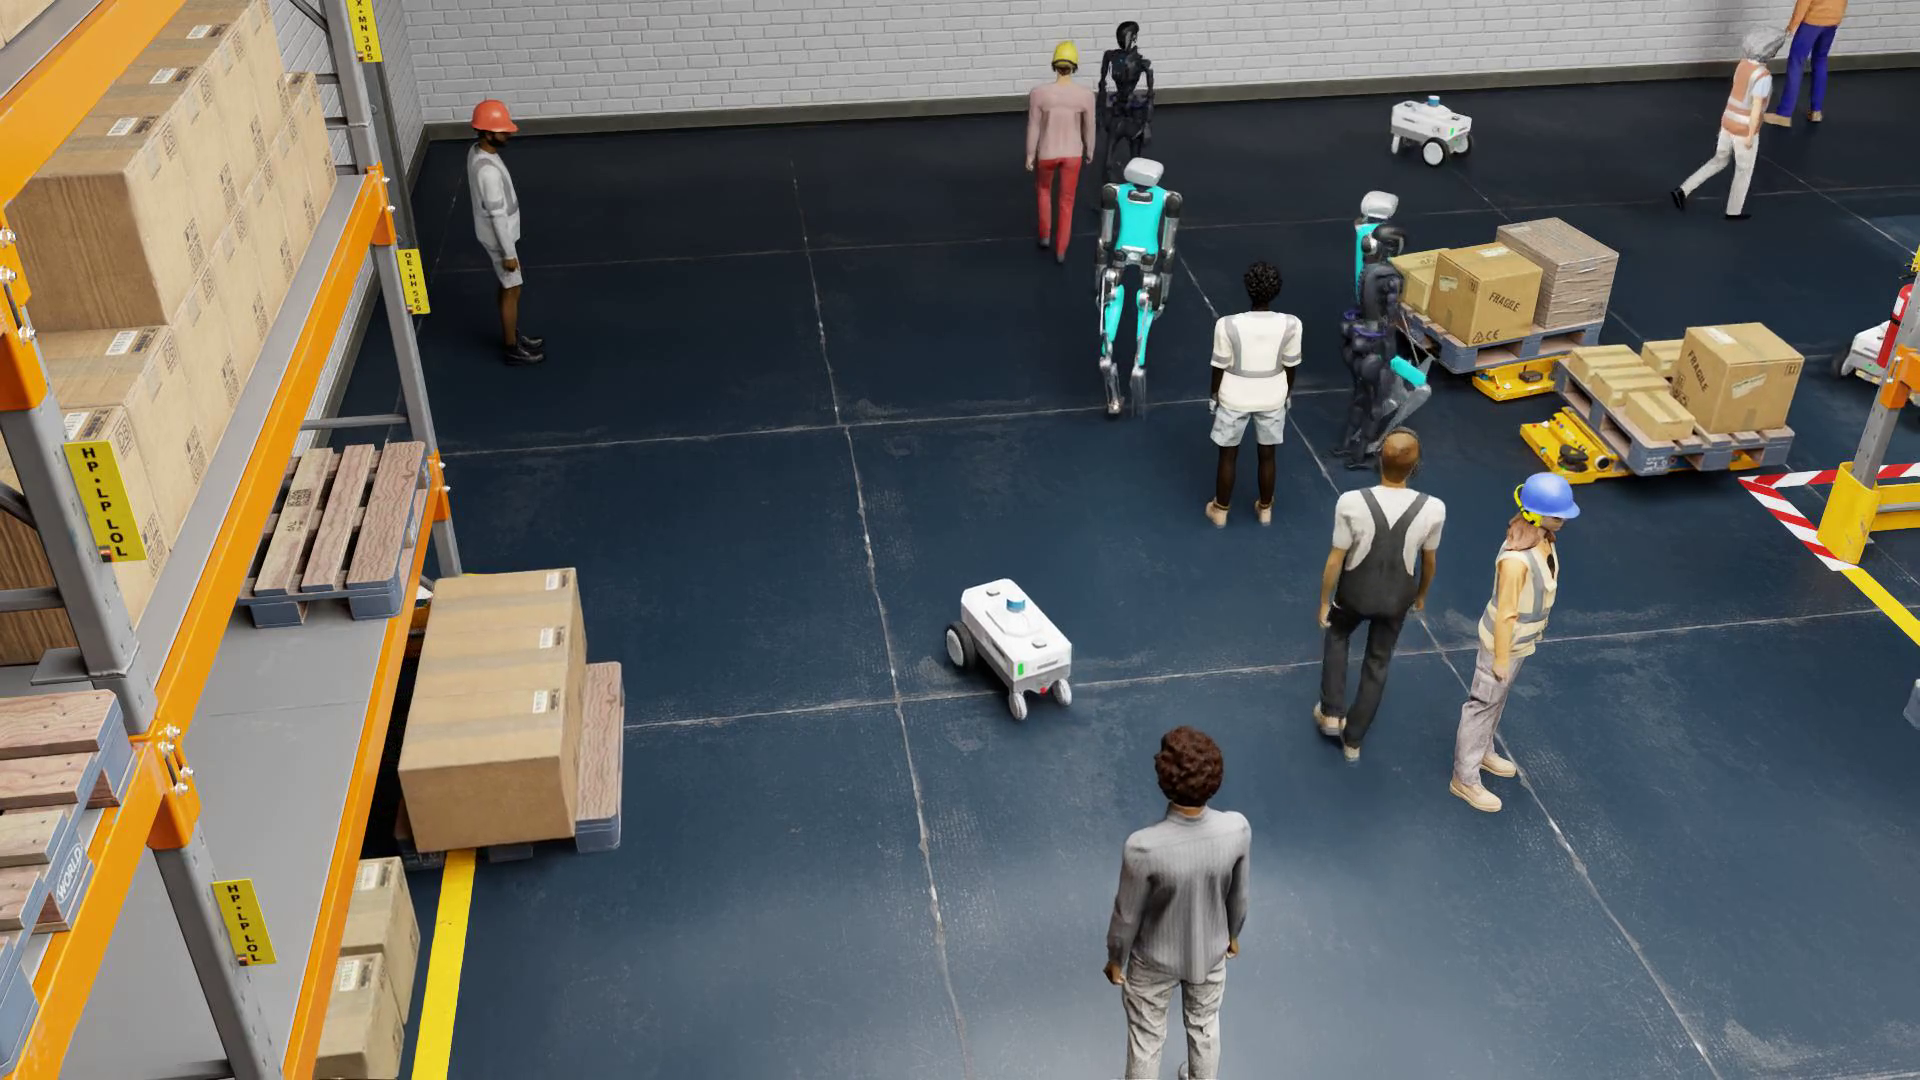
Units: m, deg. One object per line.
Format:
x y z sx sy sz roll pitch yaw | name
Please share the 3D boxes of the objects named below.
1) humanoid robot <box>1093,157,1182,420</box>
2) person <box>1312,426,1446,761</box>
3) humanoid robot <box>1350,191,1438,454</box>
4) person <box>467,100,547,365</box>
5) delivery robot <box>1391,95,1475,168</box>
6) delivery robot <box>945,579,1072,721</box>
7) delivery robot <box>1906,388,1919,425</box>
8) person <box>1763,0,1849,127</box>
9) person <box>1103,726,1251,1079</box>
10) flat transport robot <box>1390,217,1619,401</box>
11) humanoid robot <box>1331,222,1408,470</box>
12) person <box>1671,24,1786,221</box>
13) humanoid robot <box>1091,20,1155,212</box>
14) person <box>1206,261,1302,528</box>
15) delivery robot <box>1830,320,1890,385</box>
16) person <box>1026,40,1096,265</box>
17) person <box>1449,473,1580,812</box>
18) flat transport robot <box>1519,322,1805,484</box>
1.094 -1.495 10.886 0.547 1.885 0.735 8 34 12 | humanoid robot
2.007 0.246 8.048 0.518 1.829 0.512 6 34 9 | person
2.776 -1.304 10.520 0.735 1.793 0.533 8 34 12 | humanoid robot
-3.174 -2.126 11.603 0.386 1.923 0.547 -11 35 -17 | person
4.381 -3.796 15.426 0.509 0.614 0.785 -26 41 -34 | delivery robot
0.286 0.530 8.773 0.499 0.589 0.790 -15 36 -22 | delivery robot
6.744 -1.056 11.223 0.804 0.610 0.499 -1 33 -2 | delivery robot
8.227 -4.947 15.908 0.623 1.945 0.401 -10 35 -15 | person
0.799 1.494 6.083 0.547 1.891 0.386 -8 34 -12 | person
3.760 -1.436 12.053 0.659 0.231 1.431 -11 35 -17 | flat transport robot
2.572 -1.222 10.438 0.329 1.649 0.588 -6 34 -9 | humanoid robot
6.454 -3.453 13.859 0.651 1.671 0.445 -5 33 -8 | person
1.430 -3.589 14.101 0.585 1.647 0.481 23 40 31 | humanoid robot
1.723 -0.840 9.834 0.538 1.693 0.318 -2 33 -3 | person
6.556 -1.329 11.614 0.769 0.580 0.499 -18 37 -26 | delivery robot
0.801 -3.095 13.235 0.549 1.741 0.634 1 33 2 | person
2.585 0.462 7.769 0.311 1.771 0.470 19 38 26 | person
4.478 -0.654 10.855 1.431 0.231 0.659 -5 33 -7 | flat transport robot
